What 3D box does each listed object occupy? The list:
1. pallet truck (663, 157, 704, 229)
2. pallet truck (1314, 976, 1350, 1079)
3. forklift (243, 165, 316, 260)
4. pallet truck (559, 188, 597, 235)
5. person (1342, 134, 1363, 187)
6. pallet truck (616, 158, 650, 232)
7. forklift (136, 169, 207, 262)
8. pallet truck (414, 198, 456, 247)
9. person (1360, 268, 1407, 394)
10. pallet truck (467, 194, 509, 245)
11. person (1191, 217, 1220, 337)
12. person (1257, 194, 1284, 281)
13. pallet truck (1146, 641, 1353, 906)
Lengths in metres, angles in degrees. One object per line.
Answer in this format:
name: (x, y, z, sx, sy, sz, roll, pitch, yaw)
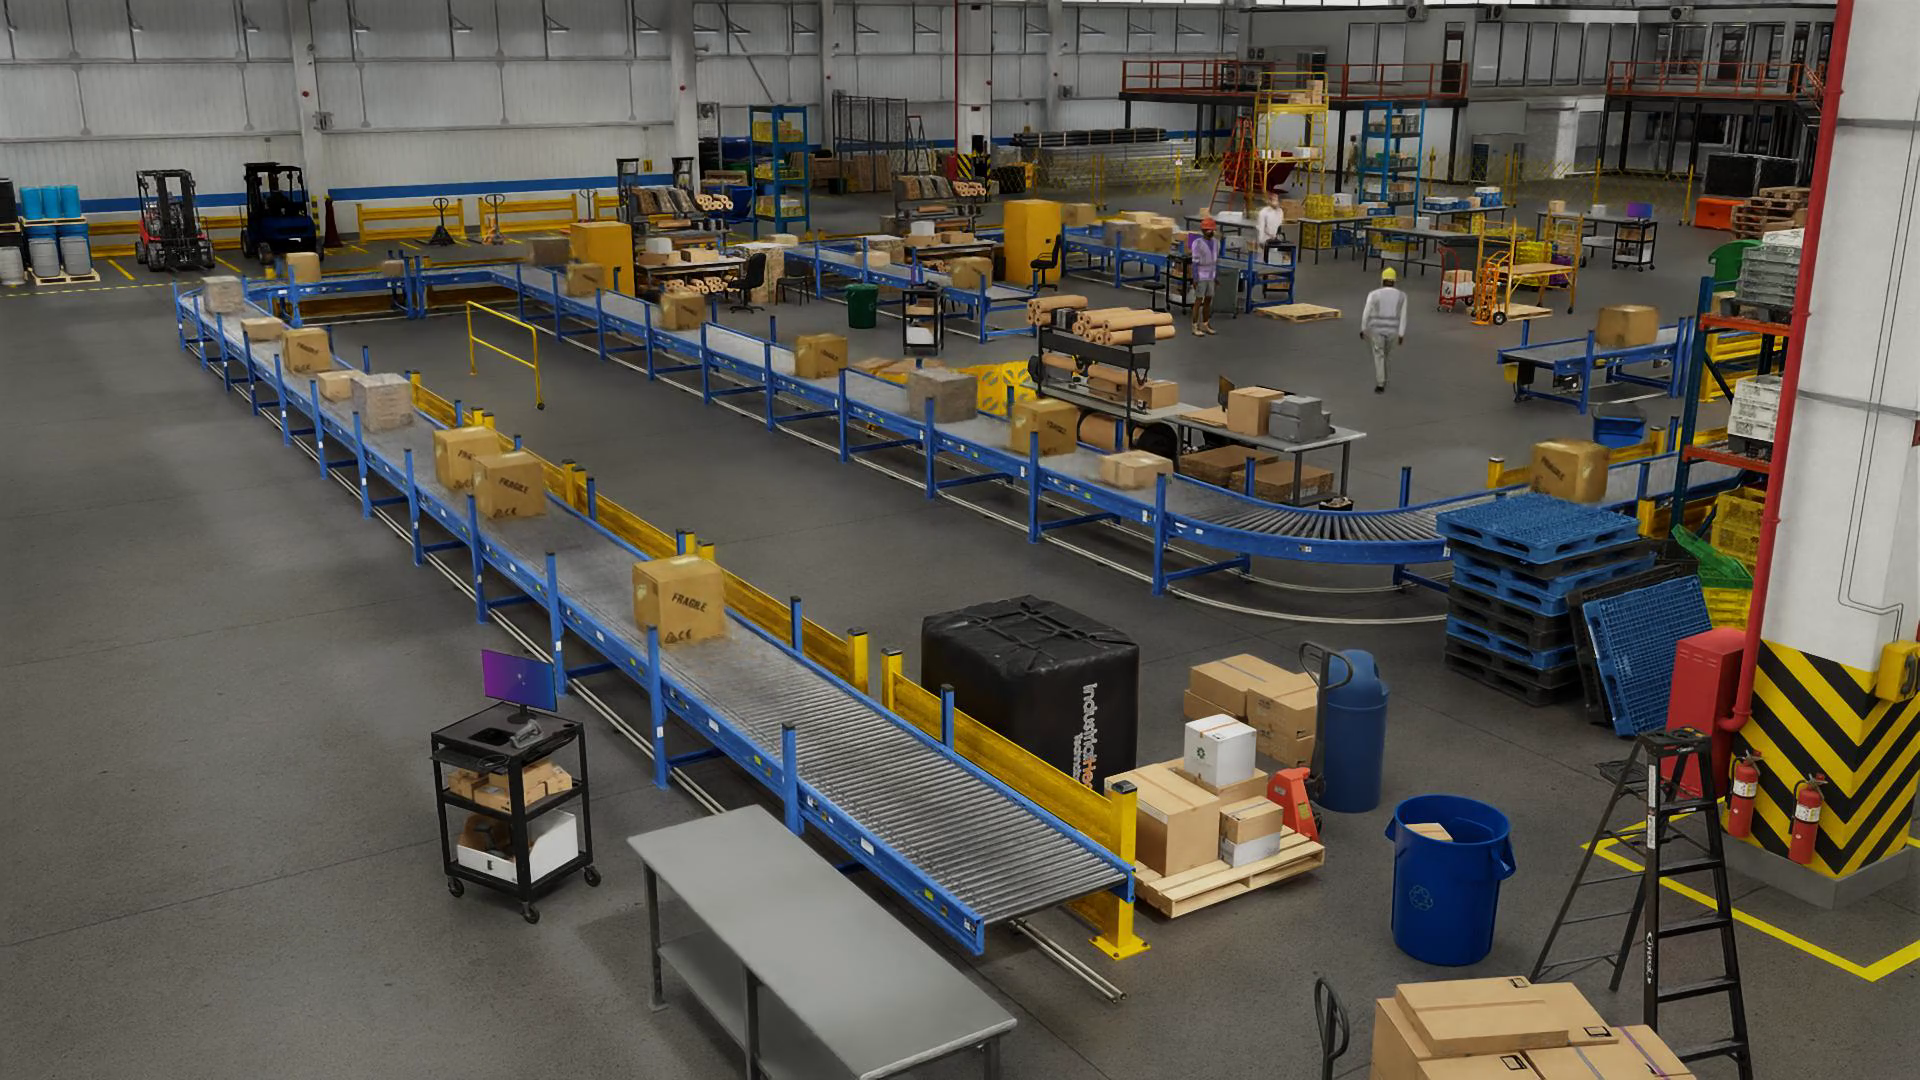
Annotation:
pallet truck: (-7.586, -9.308, 44.692, 0.823, 1.965, 1.885, -11, 20, -33)
pallet truck: (2.299, 2.390, 7.086, 1.601, 1.201, 0.680, -2, 17, -7)
forklift: (-15.898, -7.669, 38.708, 1.157, 1.987, 2.680, -11, 20, -33)
pallet truck: (-10.010, -8.652, 43.699, 0.653, 1.274, 1.630, -10, 20, -31)
person: (13.823, -13.293, 58.315, 0.503, 1.814, 0.950, -7, 18, -22)
pallet truck: (-8.918, -9.176, 44.255, 0.823, 1.965, 1.885, -9, 19, -27)
forklift: (-17.842, -7.318, 37.559, 1.157, 1.987, 2.680, -10, 20, -31)
pallet truck: (-13.250, -8.060, 41.856, 0.680, 1.201, 1.601, -10, 20, -31)
person: (6.179, -3.070, 24.313, 0.600, 1.785, 0.927, 0, 17, 1)
pallet truck: (-11.983, -8.177, 42.137, 0.704, 1.261, 1.522, -11, 20, -33)
person: (4.267, -4.552, 28.788, 0.608, 2.044, 0.377, -13, 21, -36)
person: (6.578, -6.337, 35.047, 0.666, 1.853, 1.023, -8, 19, -25)
pallet truck: (1.664, 1.407, 10.232, 1.630, 1.274, 0.653, -10, 20, -31)
